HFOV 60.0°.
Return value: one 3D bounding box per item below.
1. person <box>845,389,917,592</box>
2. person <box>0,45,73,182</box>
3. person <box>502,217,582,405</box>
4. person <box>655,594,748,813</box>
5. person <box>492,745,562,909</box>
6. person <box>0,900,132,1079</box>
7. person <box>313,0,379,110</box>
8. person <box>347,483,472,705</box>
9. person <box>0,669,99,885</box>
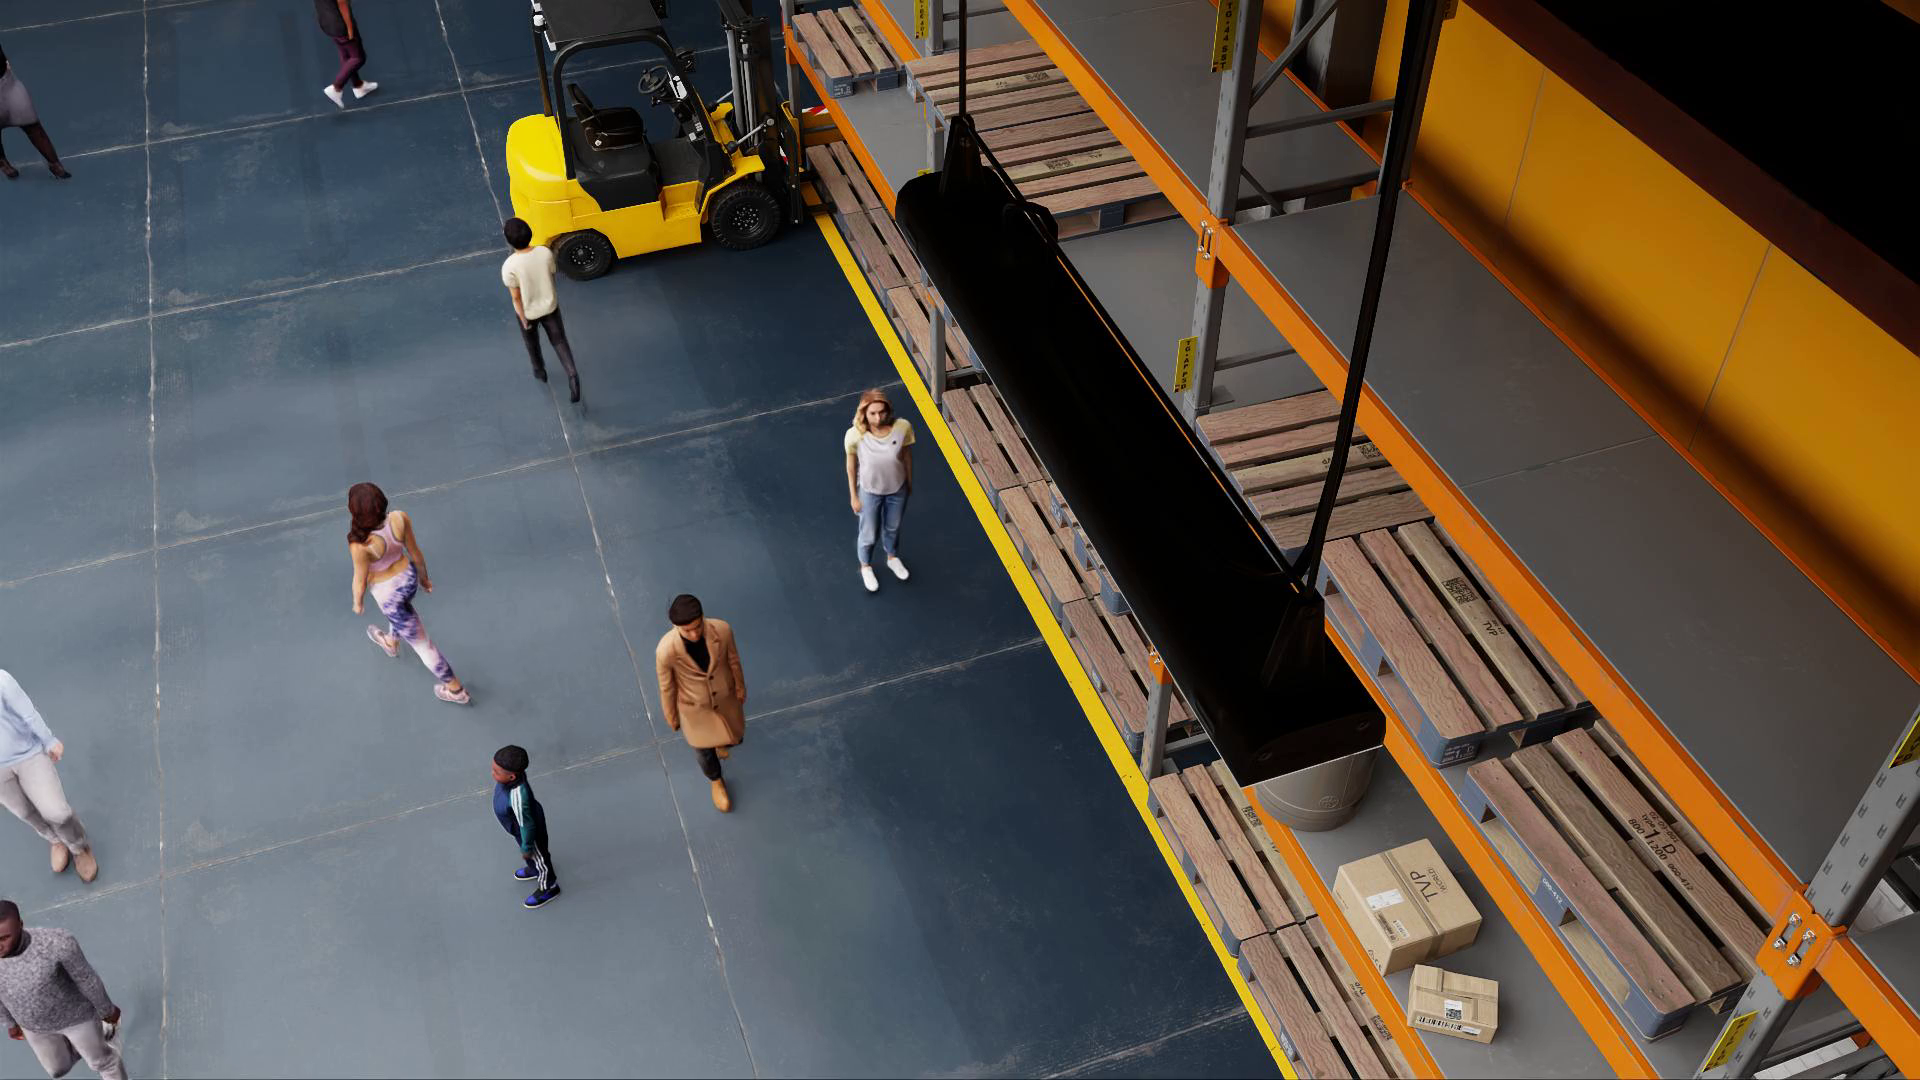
[{"bbox_3d":[-0.537,-0.362,11.155,0.625,1.714,0.572,-15,46,-15],"label":"person"},{"bbox_3d":[-8.757,-4.009,14.982,1.164,1.715,1.079,20,47,20],"label":"person"},{"bbox_3d":[-3.182,-1.726,12.697,0.746,1.561,1.035,-25,49,-24],"label":"person"},{"bbox_3d":[-1.532,0.878,9.856,0.717,1.710,0.853,-19,47,-19],"label":"person"},{"bbox_3d":[-2.466,1.598,9.429,0.563,1.256,0.419,-17,46,-17],"label":"person"},{"bbox_3d":[-4.469,2.280,8.304,0.810,1.821,0.918,-3,44,-4],"label":"person"},{"bbox_3d":[-6.041,-4.998,15.983,0.971,1.767,0.982,24,49,23],"label":"person"},{"bbox_3d":[-3.436,0.384,10.371,1.199,1.716,1.076,21,48,21],"label":"person"},{"bbox_3d":[-5.383,1.189,9.414,0.693,1.870,0.706,-17,46,-17],"label":"person"}]
